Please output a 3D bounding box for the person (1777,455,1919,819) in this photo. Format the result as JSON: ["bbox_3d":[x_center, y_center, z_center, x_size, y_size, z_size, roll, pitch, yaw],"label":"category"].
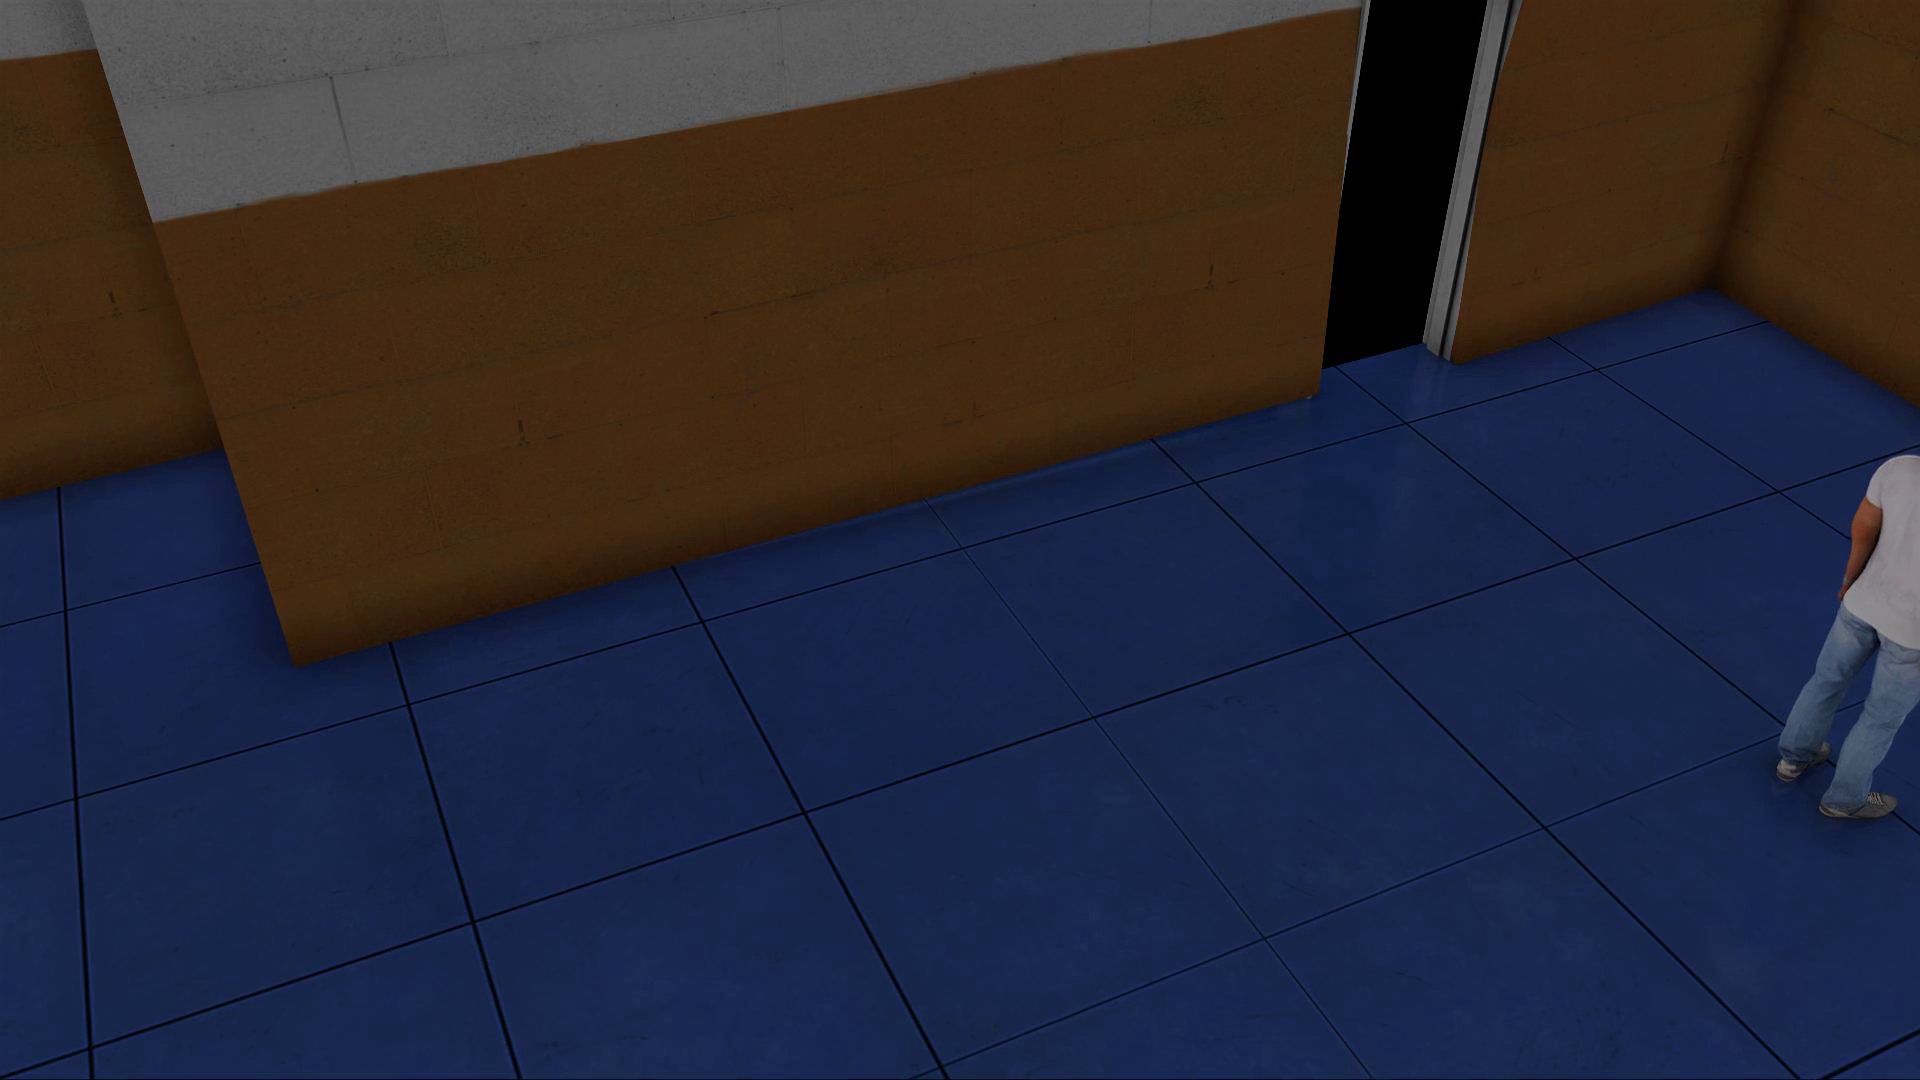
[{"bbox_3d":[3.540,0.268,6.289,0.742,1.864,0.493,-13,39,-17],"label":"person"}]
